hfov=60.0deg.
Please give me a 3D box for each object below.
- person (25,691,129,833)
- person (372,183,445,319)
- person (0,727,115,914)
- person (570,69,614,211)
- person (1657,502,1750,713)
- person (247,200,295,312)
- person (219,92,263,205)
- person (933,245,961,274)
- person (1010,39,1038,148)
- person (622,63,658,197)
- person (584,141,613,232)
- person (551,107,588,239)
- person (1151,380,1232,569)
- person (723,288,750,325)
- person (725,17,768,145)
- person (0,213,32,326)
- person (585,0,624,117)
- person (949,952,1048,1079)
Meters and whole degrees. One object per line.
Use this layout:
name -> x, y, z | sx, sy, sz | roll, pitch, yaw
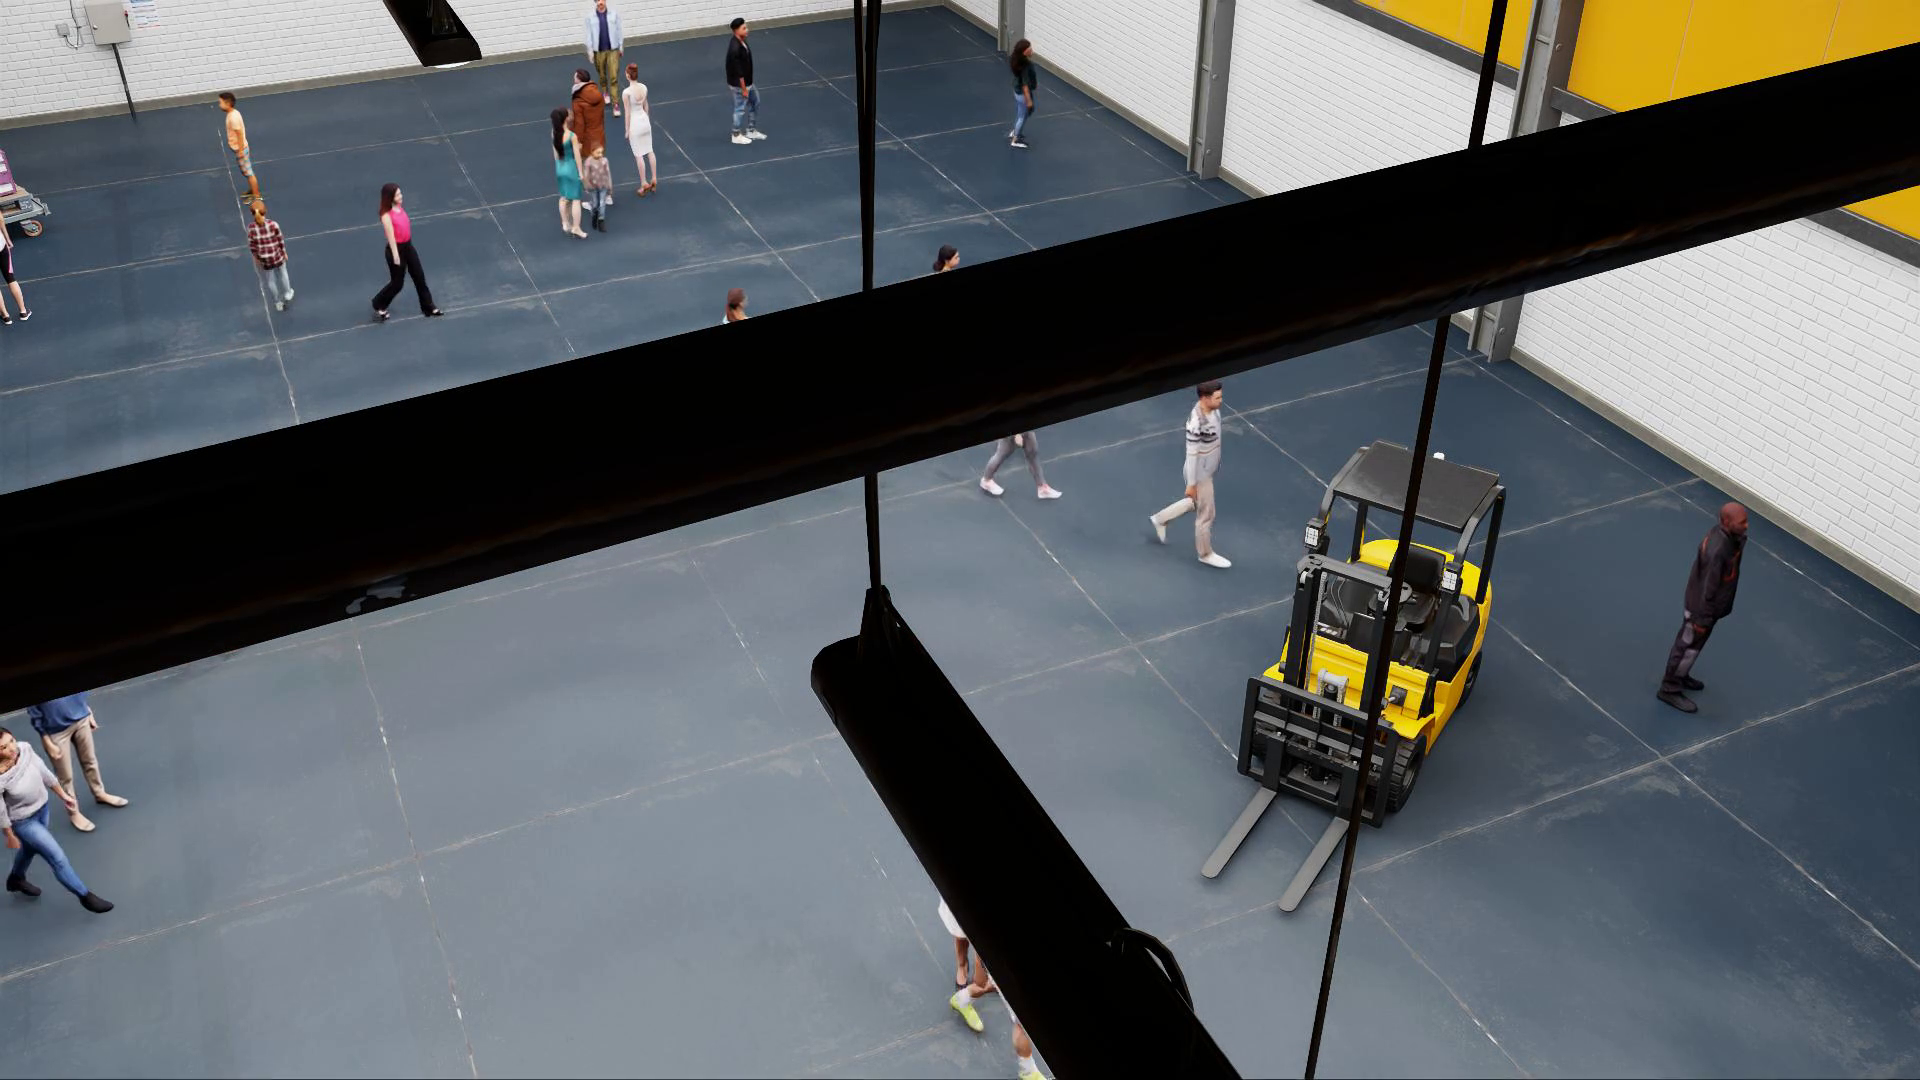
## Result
person -> -6.405, 1.343, 11.890 | 0.760, 1.694, 0.711 | 14, 36, 20
person -> -6.405, -3.231, 18.828 | 0.988, 1.633, 1.043 | 4, 34, 6
person -> -6.329, 1.872, 11.186 | 1.002, 1.593, 1.075 | 3, 34, 5
person -> -4.790, -5.205, 21.613 | 0.885, 1.836, 0.836 | 15, 36, 21
person -> 5.849, 0.475, 13.080 | 0.814, 1.823, 0.794 | 17, 37, 24
person -> -7.957, -3.261, 19.184 | 0.596, 1.288, 0.747 | -10, 35, -14
person -> -9.488, -5.180, 21.915 | 0.591, 1.461, 0.410 | -16, 37, -22
person -> -0.211, -2.183, 17.090 | 0.768, 1.810, 0.673 | 2, 34, 4
person -> 0.882, -6.301, 23.491 | 0.818, 1.583, 0.685 | -7, 34, -11
person -> -4.239, -5.428, 21.989 | 0.626, 1.792, 0.638 | 25, 41, 32
person -> -4.623, -4.527, 21.189 | 0.505, 1.177, 0.523 | -10, 35, -14
person -> -4.914, -4.597, 20.834 | 0.609, 1.687, 0.676 | 12, 35, 17
person -> 2.067, -0.640, 14.736 | 1.139, 1.846, 1.083 | 12, 35, 17
person -> -2.179, -1.810, 16.756 | 0.630, 1.558, 0.702 | 15, 36, 21
person -> -3.195, -6.517, 23.626 | 0.919, 1.793, 0.842 | 4, 34, 6
person -> -10.974, -3.307, 18.803 | 0.631, 1.786, 0.542 | -18, 38, -25
person -> -5.298, -7.298, 24.815 | 0.840, 1.777, 1.209 | -8, 34, -12
person -> 0.235, 2.483, 10.086 | 1.235, 1.792, 1.016 | 22, 40, 30
